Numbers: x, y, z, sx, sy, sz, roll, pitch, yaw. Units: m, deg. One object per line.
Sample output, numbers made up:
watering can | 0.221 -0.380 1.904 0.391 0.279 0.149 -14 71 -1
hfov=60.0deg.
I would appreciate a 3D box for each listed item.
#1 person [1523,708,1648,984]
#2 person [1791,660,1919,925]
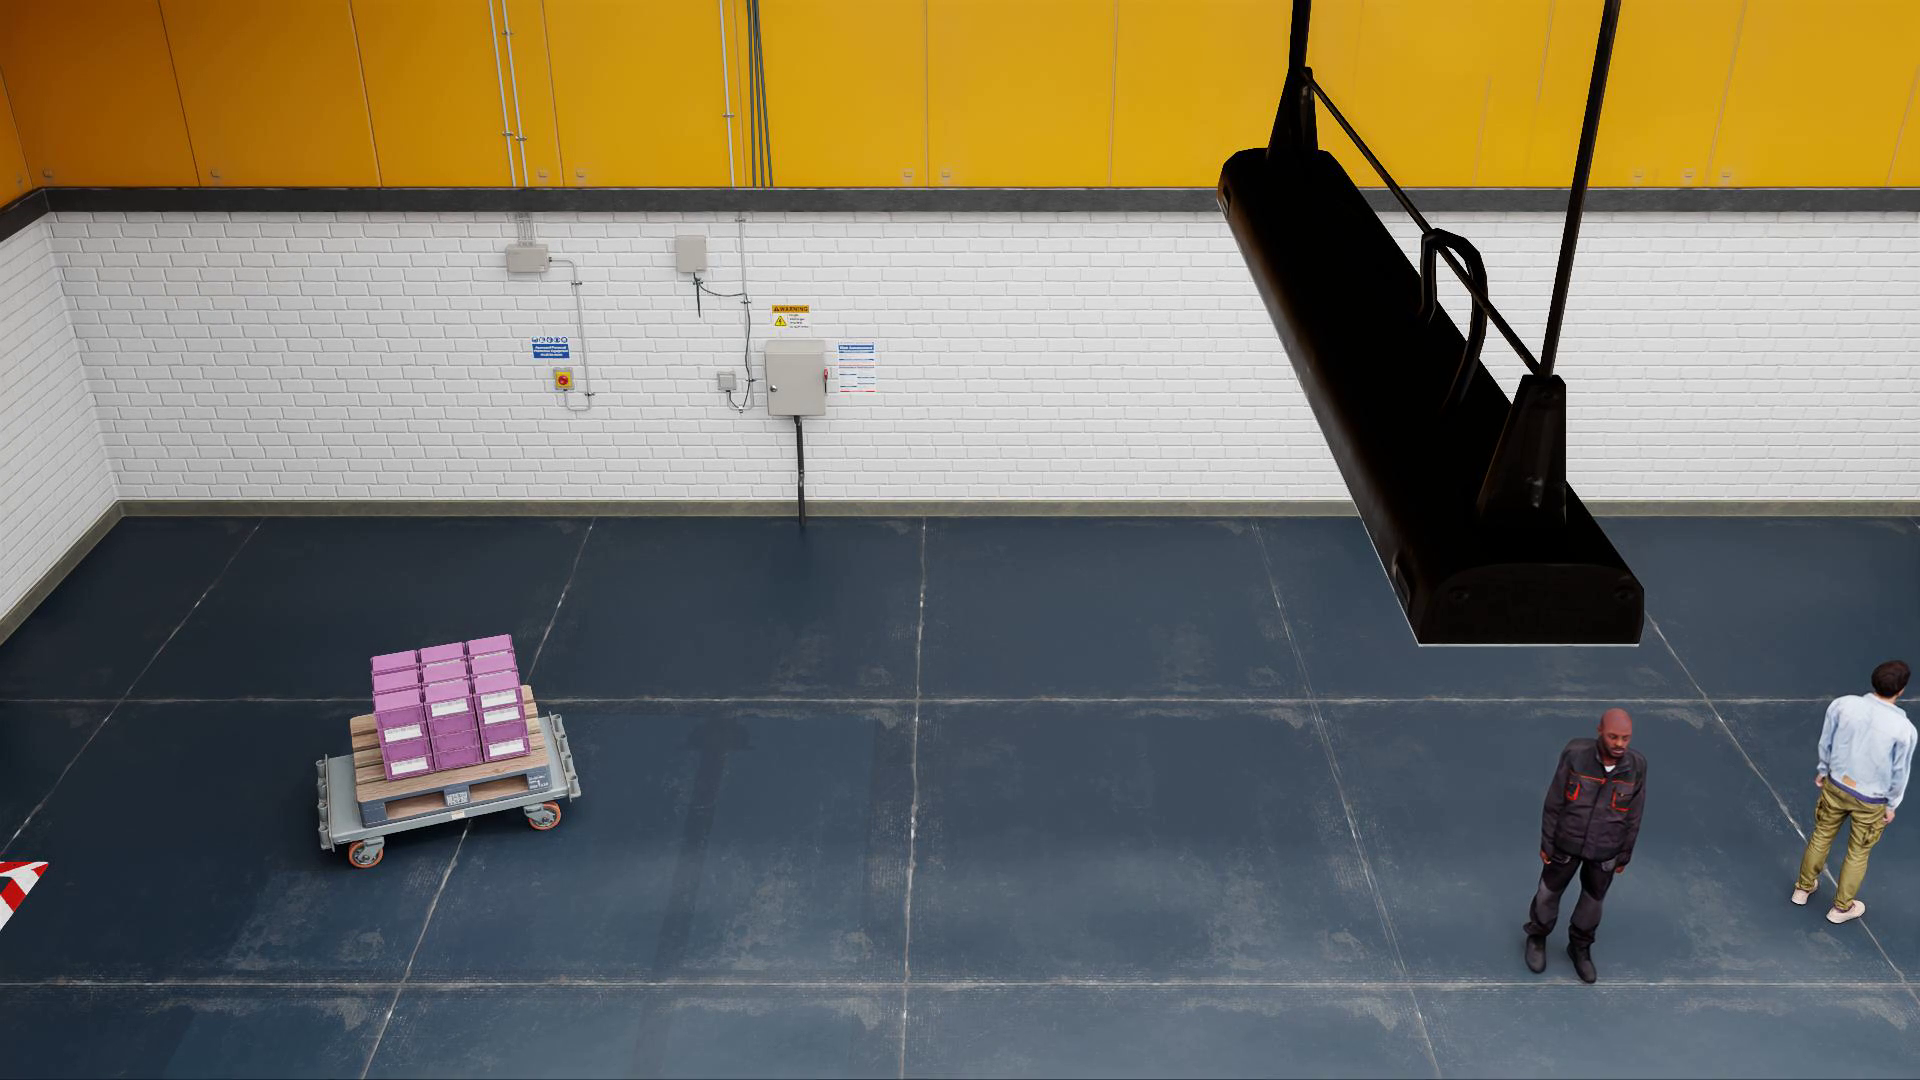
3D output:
person | 3.639 1.723 9.680 0.742 1.819 0.677 6 29 12
person | 5.436 1.513 10.073 0.821 1.812 0.730 -21 35 -33
